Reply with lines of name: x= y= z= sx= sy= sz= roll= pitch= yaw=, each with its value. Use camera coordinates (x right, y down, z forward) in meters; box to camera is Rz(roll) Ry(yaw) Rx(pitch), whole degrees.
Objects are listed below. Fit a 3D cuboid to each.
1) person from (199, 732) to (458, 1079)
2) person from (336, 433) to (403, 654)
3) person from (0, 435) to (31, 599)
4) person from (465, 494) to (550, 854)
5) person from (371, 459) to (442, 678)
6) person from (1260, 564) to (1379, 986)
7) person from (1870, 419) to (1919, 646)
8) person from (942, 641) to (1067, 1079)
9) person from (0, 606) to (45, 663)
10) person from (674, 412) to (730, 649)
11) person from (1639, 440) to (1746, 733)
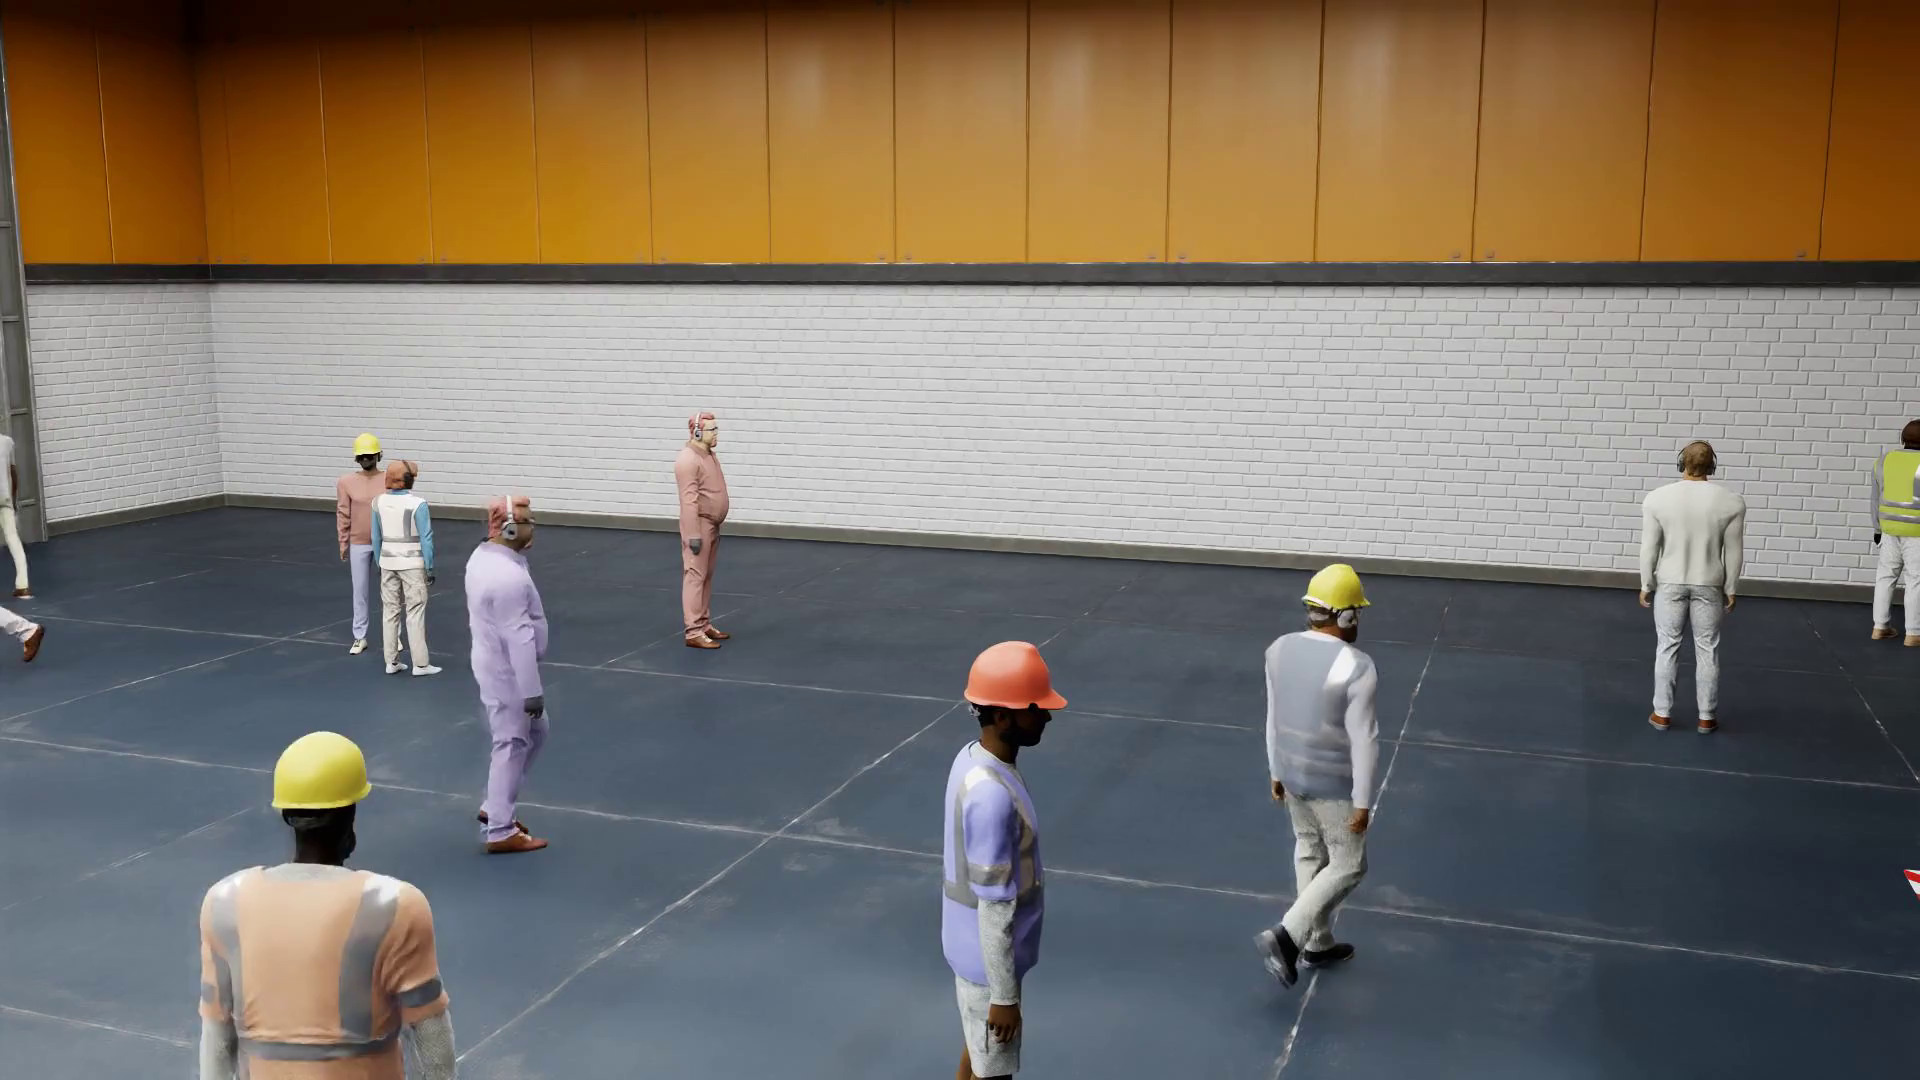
person: x=-1.599 y=1.414 z=4.302 sx=0.607 sy=1.873 sz=1.015 roll=1 pitch=9 yaw=8
person: x=-4.666 y=0.031 z=13.226 sx=0.533 sy=1.767 sz=0.321 roll=-2 pitch=9 yaw=-15
person: x=-9.057 y=-0.366 z=15.505 sx=0.947 sy=1.824 sz=0.553 roll=5 pitch=10 yaw=27
person: x=-2.325 y=0.701 z=8.675 sx=0.438 sy=1.891 sz=0.666 roll=-4 pitch=10 yaw=-26
person: x=-4.171 y=0.215 z=12.487 sx=0.523 sy=1.636 sz=0.311 roll=3 pitch=10 yaw=20
person: x=1.496 y=1.006 z=7.043 sx=0.623 sy=1.816 sz=0.604 roll=-6 pitch=11 yaw=-35
person: x=7.751 y=-0.063 z=13.568 sx=0.429 sy=1.845 sz=0.633 roll=-4 pitch=10 yaw=-26
person: x=0.133 y=1.257 z=5.093 sx=0.373 sy=1.934 sz=0.552 roll=-1 pitch=9 yaw=-4
person: x=-7.436 y=0.079 z=12.565 sx=0.709 sy=1.887 sz=0.650 roll=-6 pitch=11 yaw=-35
person: x=-2.073 y=-0.086 z=13.512 sx=0.404 sy=1.911 sz=0.636 roll=1 pitch=9 yaw=6
person: x=4.807 y=0.308 z=10.974 sx=0.629 sy=1.940 sz=0.379 roll=4 pitch=10 yaw=22
